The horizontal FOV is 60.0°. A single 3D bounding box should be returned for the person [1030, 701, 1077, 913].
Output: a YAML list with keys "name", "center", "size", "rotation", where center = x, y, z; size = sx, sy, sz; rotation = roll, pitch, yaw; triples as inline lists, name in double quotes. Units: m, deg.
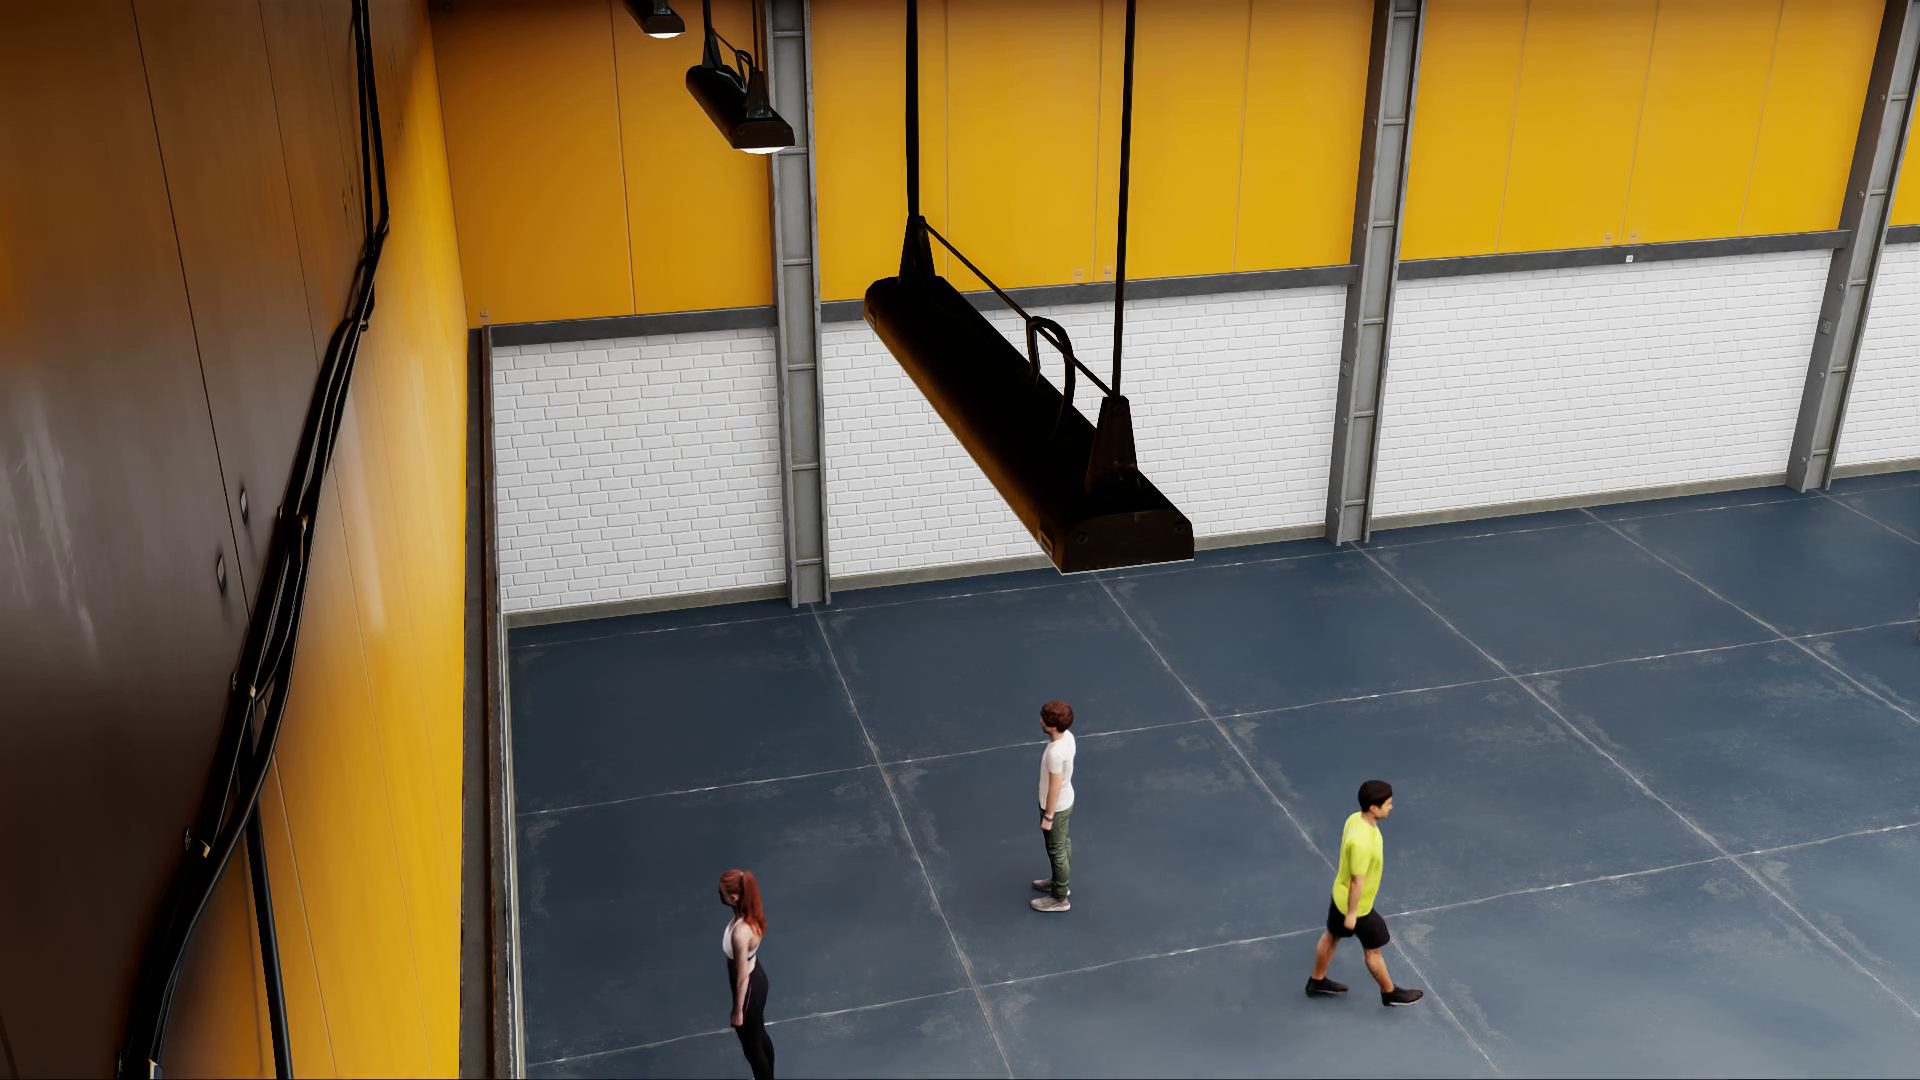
- name: "person"
  center: [0.693, 1.889, 11.896]
  size: [0.655, 1.655, 0.645]
  rotation: [4, 24, 9]

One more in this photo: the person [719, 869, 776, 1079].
- name: "person"
  center: [-1.259, 2.698, 9.932]
  size: [0.601, 1.744, 0.642]
  rotation: [1, 24, 2]

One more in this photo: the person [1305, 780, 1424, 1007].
- name: "person"
  center: [2.504, 2.317, 10.880]
  size: [1.073, 1.683, 0.867]
  rotation: [2, 24, 5]
